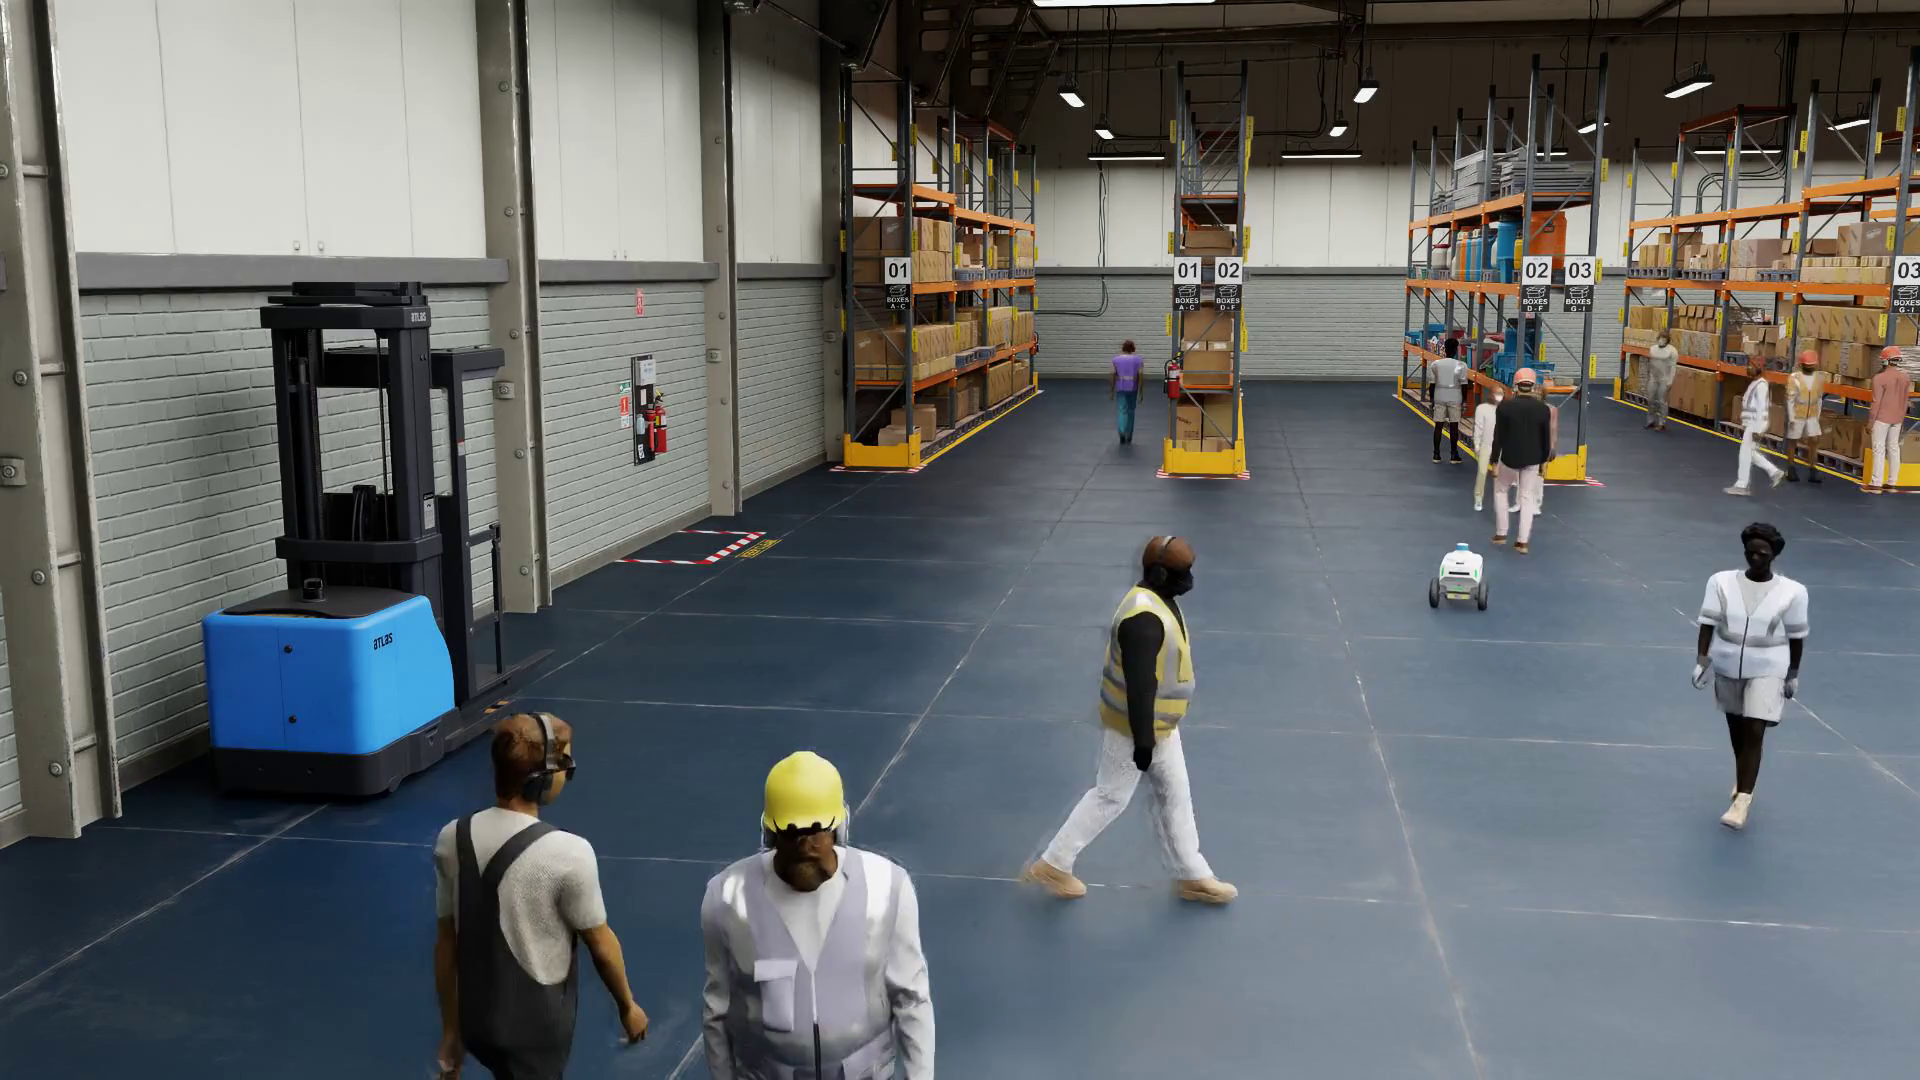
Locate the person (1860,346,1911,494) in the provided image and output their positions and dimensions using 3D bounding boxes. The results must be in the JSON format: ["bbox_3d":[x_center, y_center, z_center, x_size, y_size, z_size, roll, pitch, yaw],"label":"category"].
[{"bbox_3d":[12.563,-1.631,22.566,0.622,1.993,0.385,-3,10,-18],"label":"person"}]

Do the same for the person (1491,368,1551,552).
[{"bbox_3d":[6.037,-0.879,18.017,0.650,1.963,0.740,0,9,0],"label":"person"}]

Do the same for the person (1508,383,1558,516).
[{"bbox_3d":[7.093,-1.129,20.611,0.593,1.626,0.310,6,11,33],"label":"person"}]

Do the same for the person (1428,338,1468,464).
[{"bbox_3d":[7.663,-2.189,26.094,0.613,1.965,0.361,6,11,32],"label":"person"}]

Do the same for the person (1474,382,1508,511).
[{"bbox_3d":[6.692,-1.159,20.858,0.505,1.650,0.397,1,9,8],"label":"person"}]

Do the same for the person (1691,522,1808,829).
[{"bbox_3d":[4.350,0.713,9.175,0.531,1.648,0.893,8,12,39],"label":"person"}]

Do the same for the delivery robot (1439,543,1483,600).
[{"bbox_3d":[4.549,0.274,15.090,0.477,0.478,0.707,3,10,20],"label":"delivery robot"}]

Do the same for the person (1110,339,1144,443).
[{"bbox_3d":[2.936,-2.625,29.262,0.579,1.810,0.874,1,9,6],"label":"person"}]

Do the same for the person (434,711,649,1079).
[{"bbox_3d":[-1.162,1.353,4.752,0.509,1.796,0.927,5,11,29],"label":"person"}]

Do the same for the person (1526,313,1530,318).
[{"bbox_3d":[13.665,-4.497,40.273,0.617,1.986,0.406,-4,10,-25],"label":"person"}]

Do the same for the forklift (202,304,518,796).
[{"bbox_3d":[-3.673,-0.038,10.147,1.129,2.768,1.873,1,9,9],"label":"forklift"}]

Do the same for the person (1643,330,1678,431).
[{"bbox_3d":[13.158,-2.982,31.196,0.502,1.896,0.662,-5,11,-29],"label":"person"}]

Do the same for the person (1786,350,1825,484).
[{"bbox_3d":[12.004,-1.750,23.597,0.554,1.887,0.873,0,9,3],"label":"person"}]

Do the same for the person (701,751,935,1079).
[{"bbox_3d":[-0.377,1.412,4.449,0.604,1.790,0.925,-1,9,-9],"label":"person"}]

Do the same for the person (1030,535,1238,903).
[{"bbox_3d":[0.819,0.851,7.915,0.956,1.794,0.666,3,10,17],"label":"person"}]

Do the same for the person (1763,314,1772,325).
[{"bbox_3d":[17.781,-3.975,36.874,0.612,2.043,0.374,0,9,0],"label":"person"}]

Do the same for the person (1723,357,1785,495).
[{"bbox_3d":[10.701,-1.531,22.319,0.686,1.868,0.595,3,10,19],"label":"person"}]
